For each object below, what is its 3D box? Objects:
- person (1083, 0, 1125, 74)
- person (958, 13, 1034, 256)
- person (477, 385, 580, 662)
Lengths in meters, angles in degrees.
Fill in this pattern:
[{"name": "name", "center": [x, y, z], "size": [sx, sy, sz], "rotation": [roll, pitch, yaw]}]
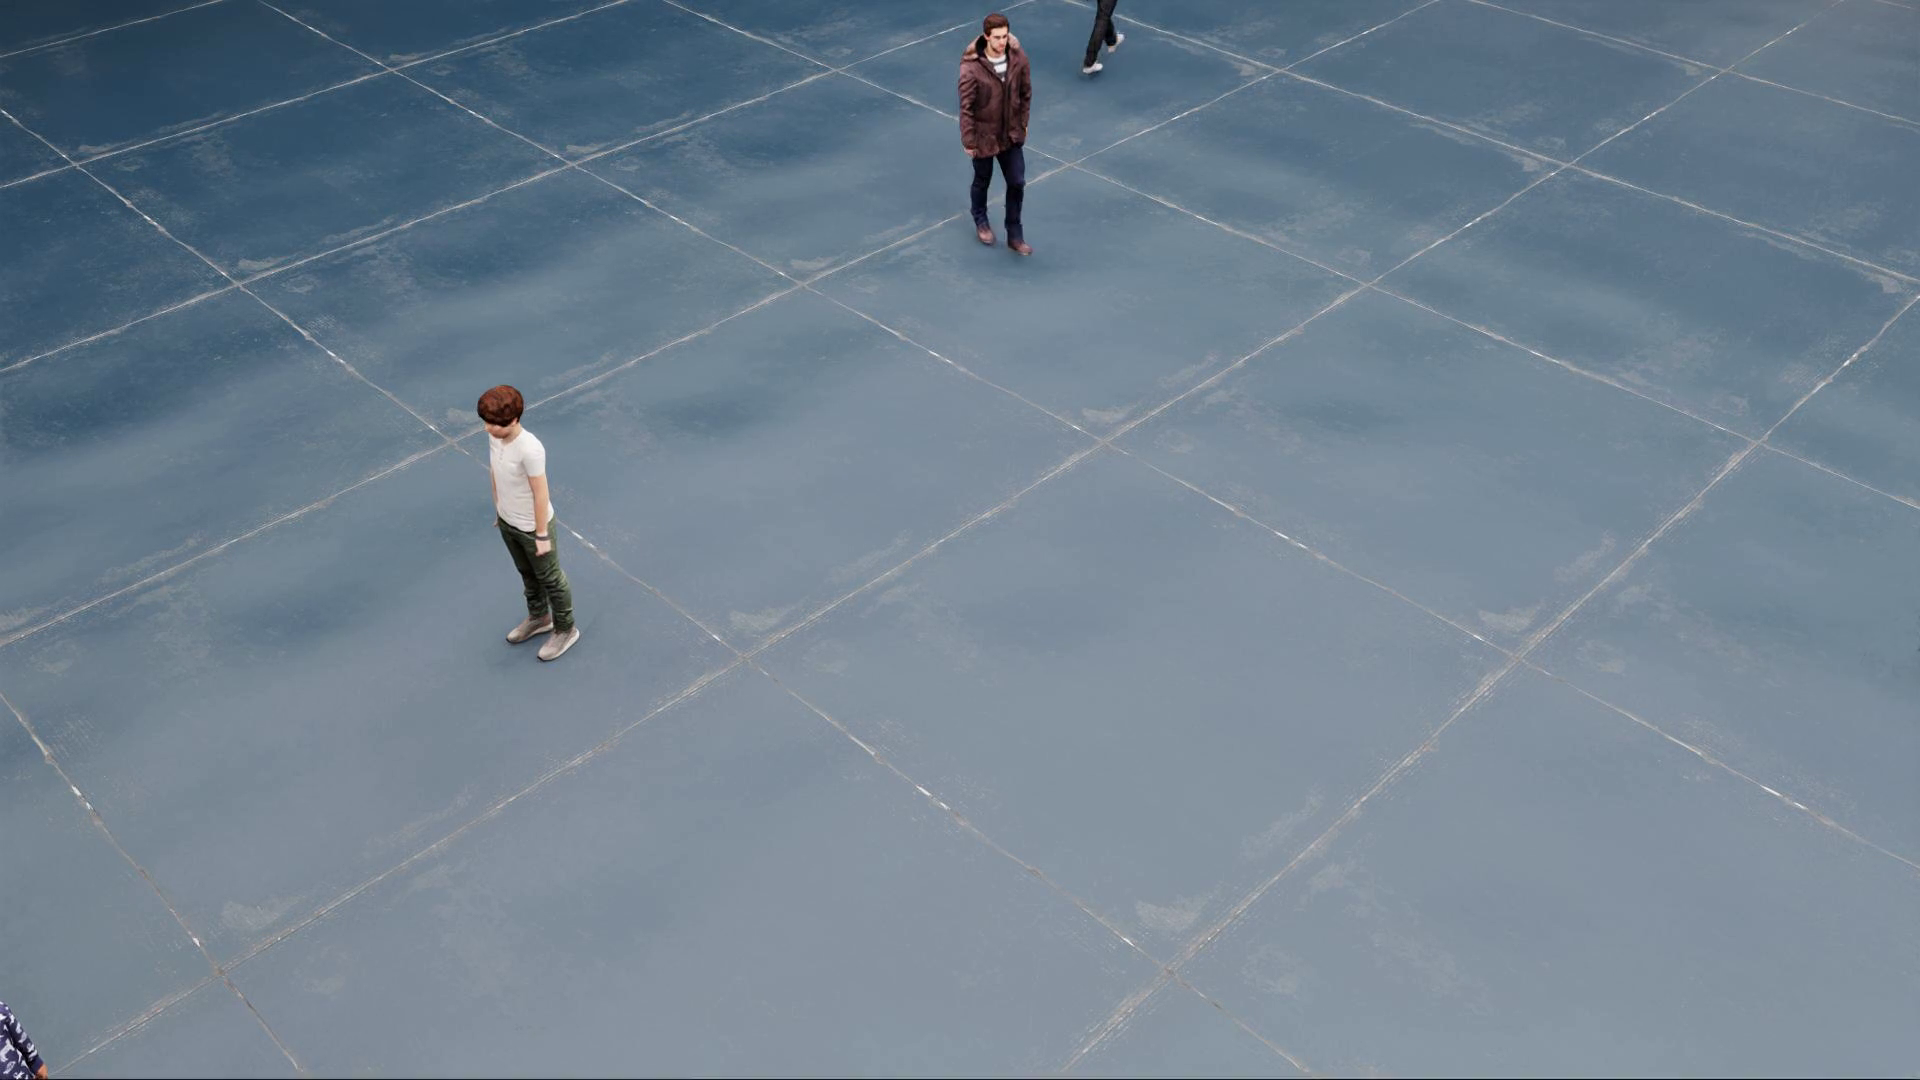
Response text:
[{"name": "person", "center": [1.318, -5.166, 15.347], "size": [0.832, 1.712, 1.205], "rotation": [20, 42, 24]}, {"name": "person", "center": [0.224, -3.092, 12.528], "size": [0.987, 1.823, 1.020], "rotation": [-15, 40, -19]}, {"name": "person", "center": [-2.274, -0.109, 8.741], "size": [0.577, 1.656, 0.547], "rotation": [27, 45, 31]}]
